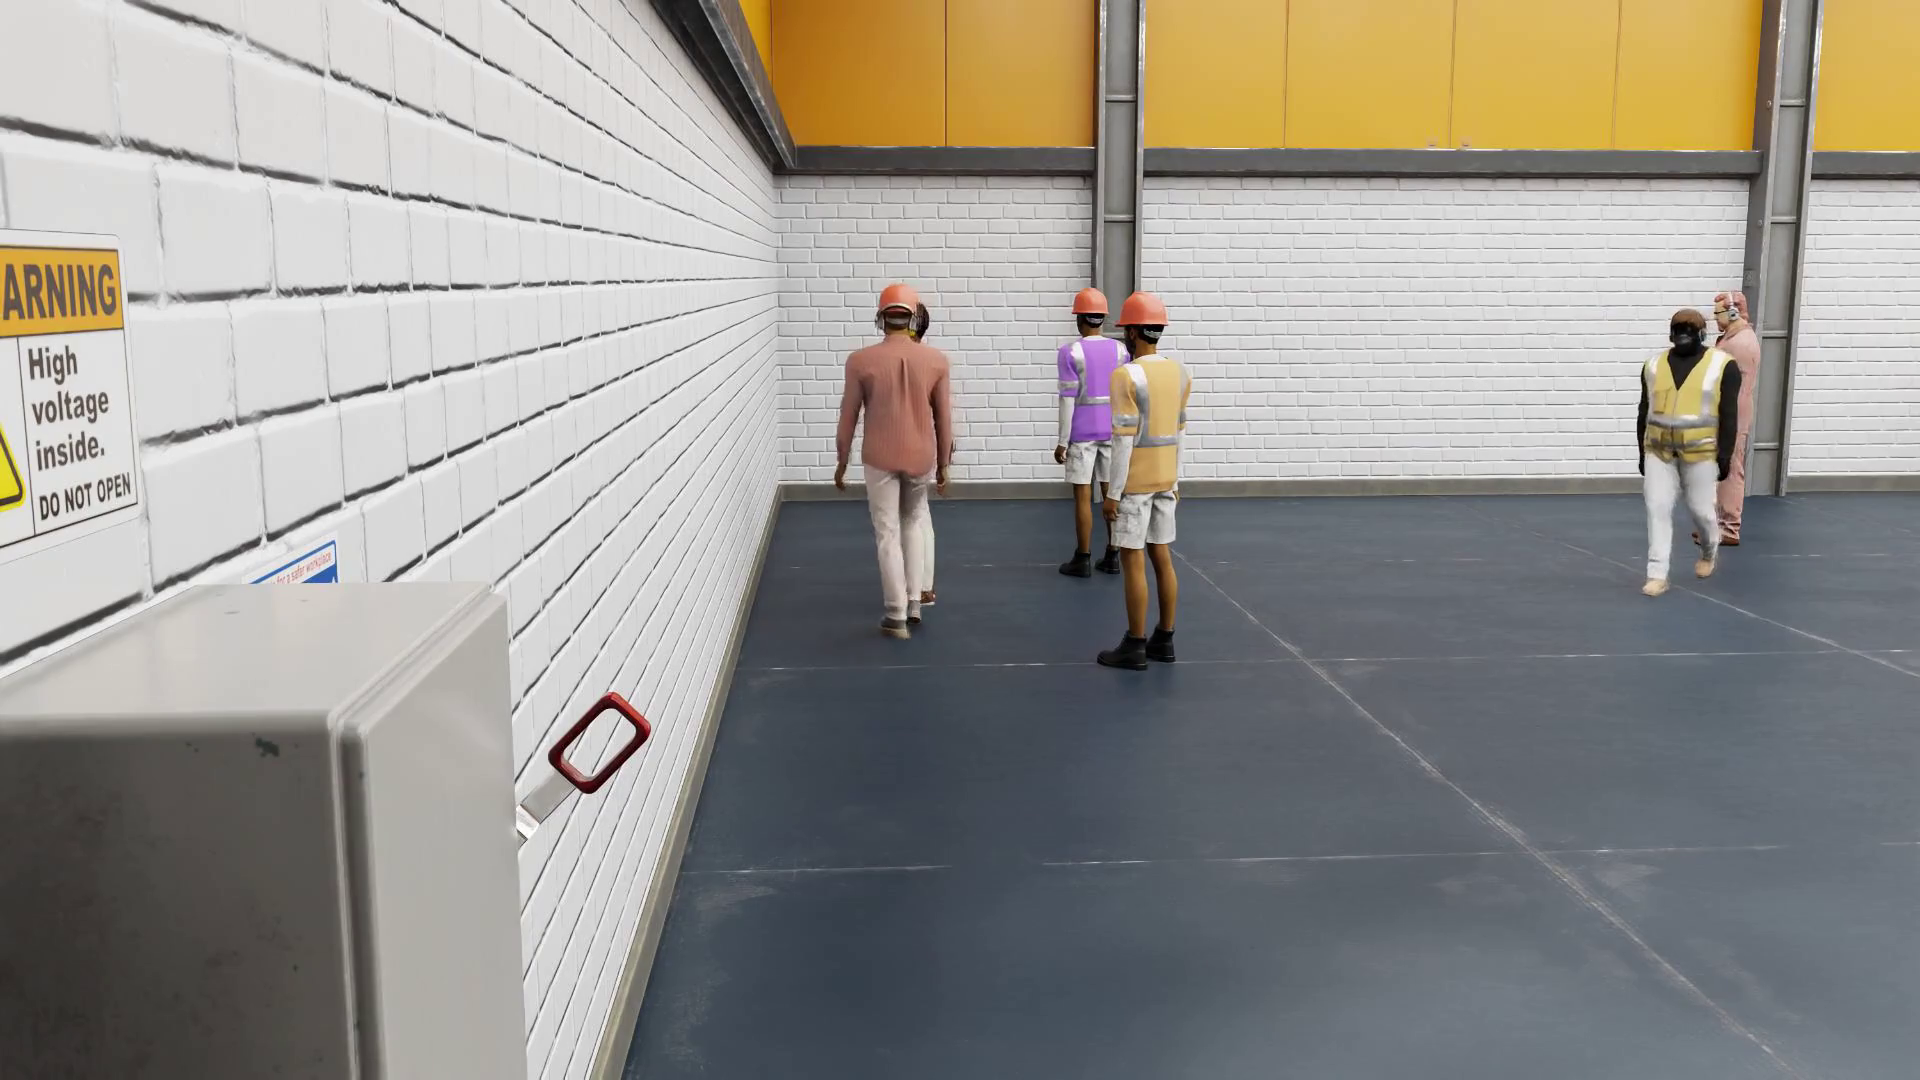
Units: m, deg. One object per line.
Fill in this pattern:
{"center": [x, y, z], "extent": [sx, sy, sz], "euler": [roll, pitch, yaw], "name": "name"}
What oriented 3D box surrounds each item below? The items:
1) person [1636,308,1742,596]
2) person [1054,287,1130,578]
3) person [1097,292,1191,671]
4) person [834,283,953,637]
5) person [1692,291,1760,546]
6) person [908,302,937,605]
{"center": [4.647, -0.569, 10.627], "extent": [0.627, 1.827, 0.734], "euler": [8, 12, 40], "name": "person"}
{"center": [0.872, -0.715, 11.169], "extent": [0.543, 1.939, 0.371], "euler": [-4, 10, -26], "name": "person"}
{"center": [0.929, -0.301, 8.567], "extent": [0.551, 1.936, 0.356], "euler": [-9, 12, -43], "name": "person"}
{"center": [-0.389, -0.458, 9.427], "extent": [0.628, 1.968, 0.614], "euler": [-4, 10, -21], "name": "person"}
{"center": [5.742, -0.904, 12.479], "extent": [0.407, 1.902, 0.638], "euler": [4, 10, 23], "name": "person"}
{"center": [-0.298, -0.527, 10.206], "extent": [0.325, 1.871, 0.522], "euler": [1, 9, 4], "name": "person"}
